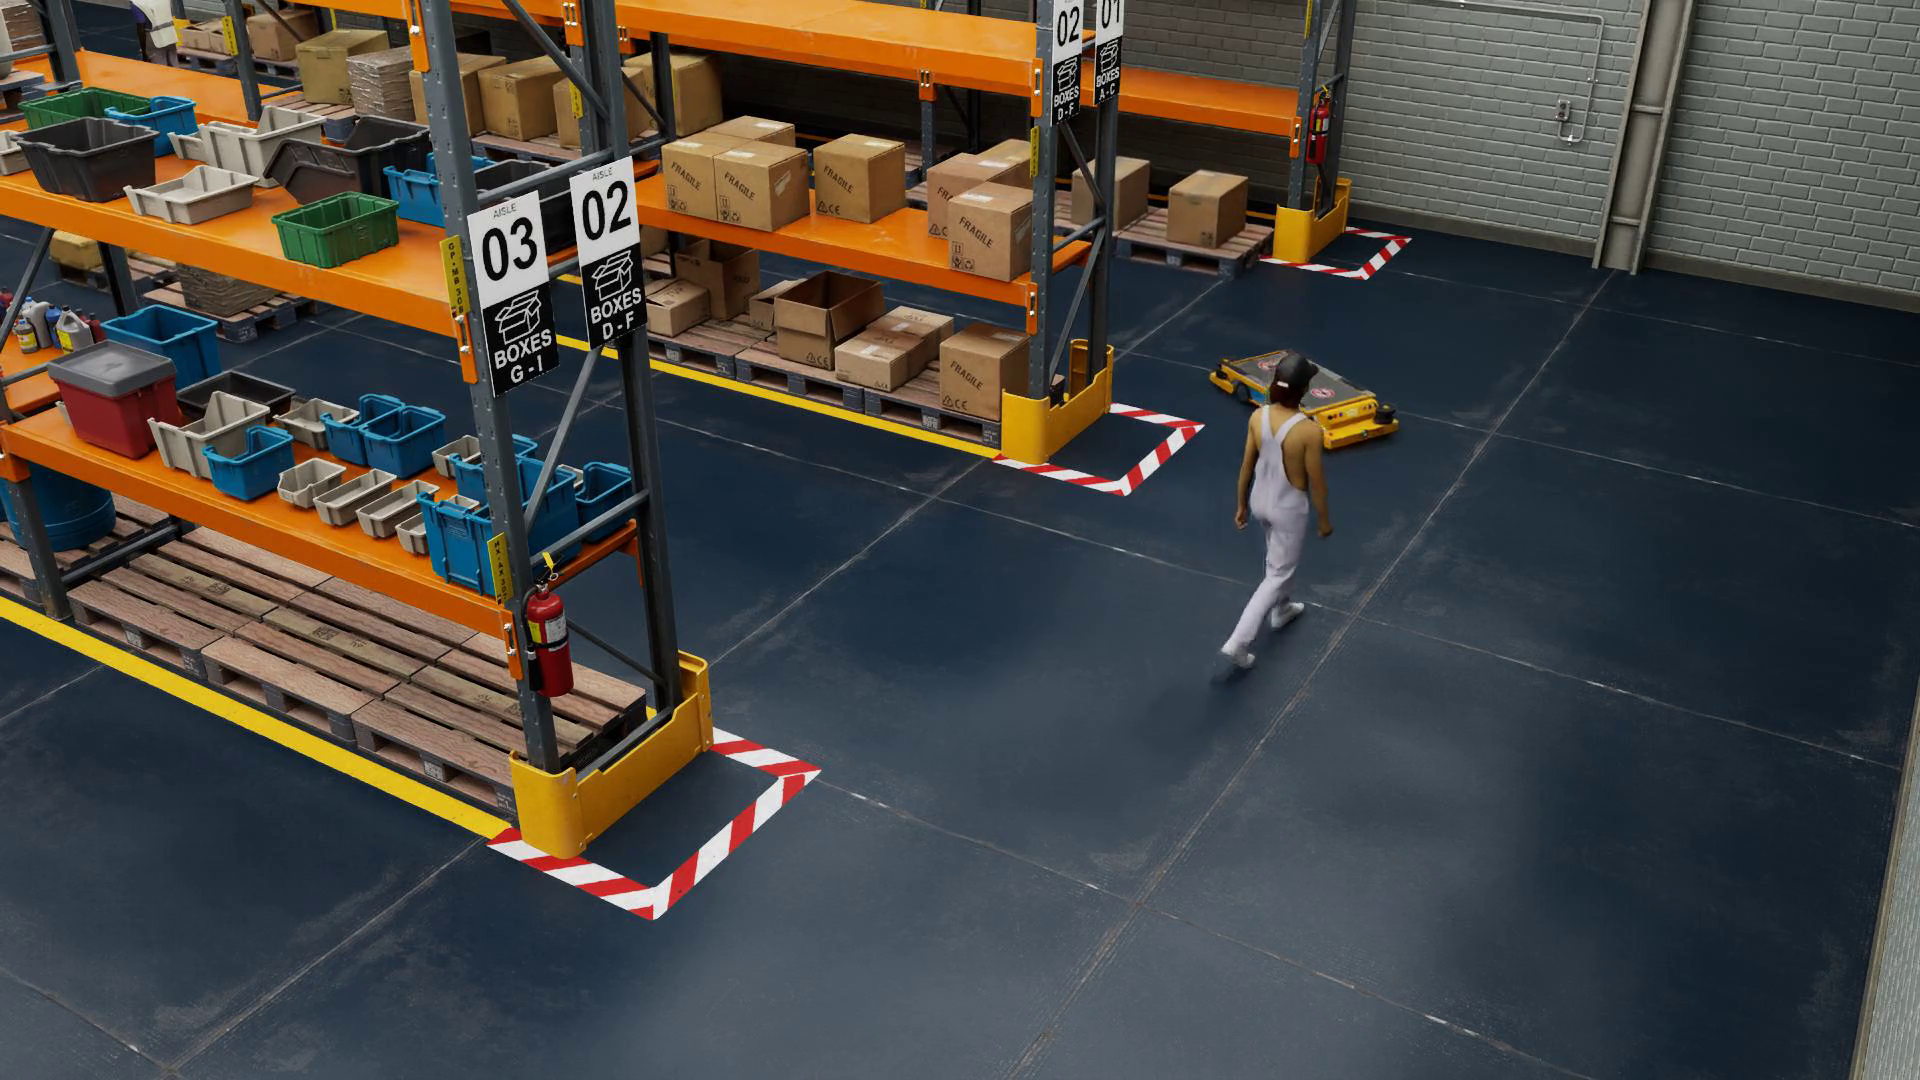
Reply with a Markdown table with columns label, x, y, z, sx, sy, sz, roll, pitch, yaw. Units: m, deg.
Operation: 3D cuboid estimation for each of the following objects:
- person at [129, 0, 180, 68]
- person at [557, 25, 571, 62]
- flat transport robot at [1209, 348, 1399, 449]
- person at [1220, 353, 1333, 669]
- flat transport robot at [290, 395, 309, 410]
| label | x | y | z | sx | sy | sz | roll | pitch | yaw |
| --- | --- | --- | --- | --- | --- | --- | --- | --- | --- |
| person | -9.279 | -5.726 | 19.300 | 0.388 | 1.839 | 0.559 | 9 | 30 | 16 |
| person | -3.968 | -4.471 | 17.195 | 0.532 | 1.694 | 0.320 | 9 | 30 | 16 |
| flat transport robot | 2.588 | -1.095 | 12.597 | 0.659 | 0.231 | 1.431 | -16 | 33 | -26 |
| person | 1.785 | -0.173 | 9.345 | 0.892 | 1.825 | 0.512 | -23 | 36 | -35 |
| flat transport robot | -5.193 | -0.875 | 12.203 | 1.431 | 0.231 | 0.659 | 19 | 34 | 30 |
